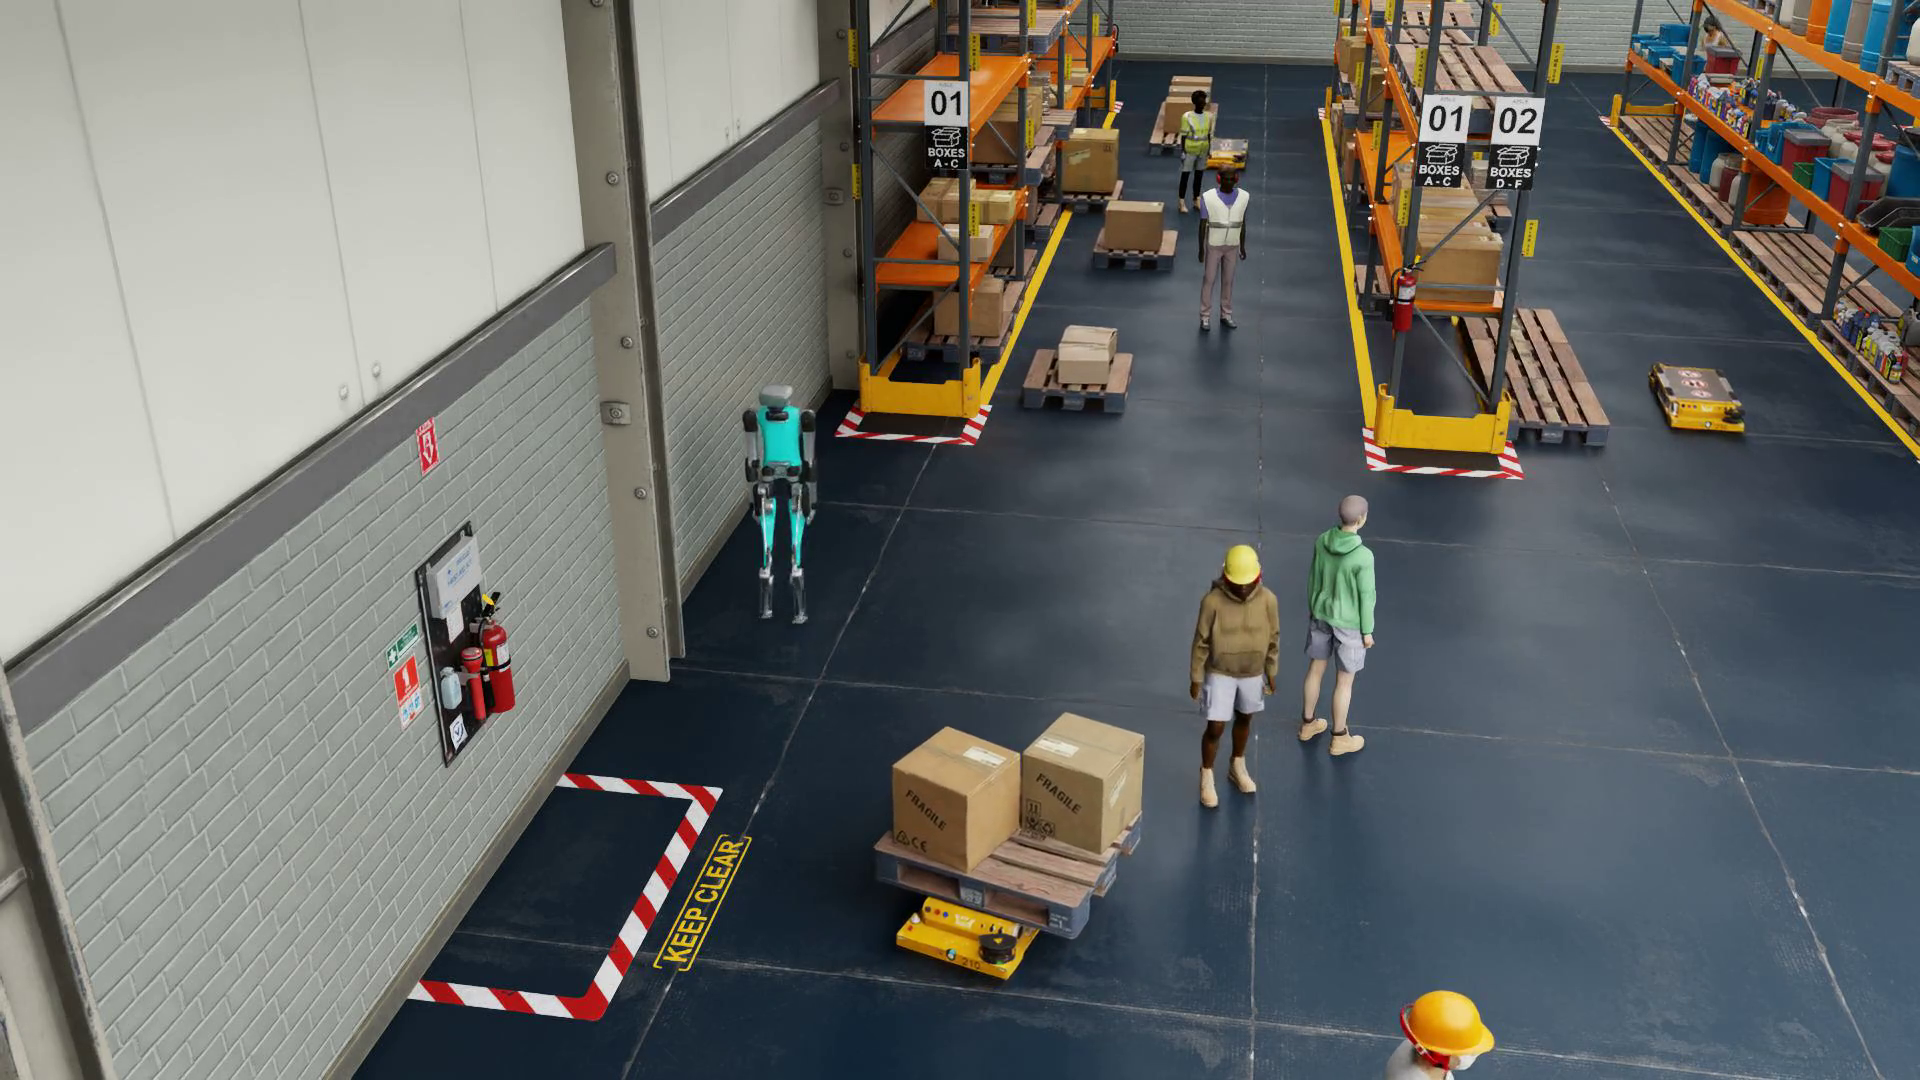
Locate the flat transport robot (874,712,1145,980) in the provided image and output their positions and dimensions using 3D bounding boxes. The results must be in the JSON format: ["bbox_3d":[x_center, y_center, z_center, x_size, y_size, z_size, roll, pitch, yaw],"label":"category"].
[{"bbox_3d":[0.261,1.888,9.316,0.659,0.231,1.431,12,27,23],"label":"flat transport robot"}]

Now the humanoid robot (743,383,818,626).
[{"bbox_3d":[-1.311,-0.190,12.028,0.532,1.785,0.747,2,25,3],"label":"humanoid robot"}]

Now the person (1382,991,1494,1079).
[{"bbox_3d":[1.691,2.449,6.210,0.378,1.891,0.567,7,26,14],"label":"person"}]

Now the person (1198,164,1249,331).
[{"bbox_3d":[2.904,-3.256,18.463,0.568,1.844,0.379,-7,26,-14],"label":"person"}]

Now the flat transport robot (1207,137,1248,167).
[{"bbox_3d":[4.262,-6.207,26.642,0.659,0.231,1.431,5,25,10],"label":"flat transport robot"}]

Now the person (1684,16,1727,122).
[{"bbox_3d":[13.218,-8.273,29.263,0.825,1.794,0.544,-9,27,-19],"label":"person"}]

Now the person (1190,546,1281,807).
[{"bbox_3d":[1.634,0.799,9.920,0.537,1.738,0.478,-1,25,-3],"label":"person"}]

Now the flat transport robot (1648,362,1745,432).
[{"bbox_3d":[7.239,-1.411,16.378,0.659,0.231,1.431,5,26,11],"label":"flat transport robot"}]

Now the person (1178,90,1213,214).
[{"bbox_3d":[3.303,-5.448,23.329,0.529,1.697,0.321,-11,27,-23],"label":"person"}]

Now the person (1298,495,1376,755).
[{"bbox_3d":[2.378,0.533,10.478,0.329,1.739,0.487,-19,31,-35],"label":"person"}]

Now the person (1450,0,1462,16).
[{"bbox_3d":[9.391,-9.419,31.754,0.526,1.763,0.329,-5,26,-11],"label":"person"}]
